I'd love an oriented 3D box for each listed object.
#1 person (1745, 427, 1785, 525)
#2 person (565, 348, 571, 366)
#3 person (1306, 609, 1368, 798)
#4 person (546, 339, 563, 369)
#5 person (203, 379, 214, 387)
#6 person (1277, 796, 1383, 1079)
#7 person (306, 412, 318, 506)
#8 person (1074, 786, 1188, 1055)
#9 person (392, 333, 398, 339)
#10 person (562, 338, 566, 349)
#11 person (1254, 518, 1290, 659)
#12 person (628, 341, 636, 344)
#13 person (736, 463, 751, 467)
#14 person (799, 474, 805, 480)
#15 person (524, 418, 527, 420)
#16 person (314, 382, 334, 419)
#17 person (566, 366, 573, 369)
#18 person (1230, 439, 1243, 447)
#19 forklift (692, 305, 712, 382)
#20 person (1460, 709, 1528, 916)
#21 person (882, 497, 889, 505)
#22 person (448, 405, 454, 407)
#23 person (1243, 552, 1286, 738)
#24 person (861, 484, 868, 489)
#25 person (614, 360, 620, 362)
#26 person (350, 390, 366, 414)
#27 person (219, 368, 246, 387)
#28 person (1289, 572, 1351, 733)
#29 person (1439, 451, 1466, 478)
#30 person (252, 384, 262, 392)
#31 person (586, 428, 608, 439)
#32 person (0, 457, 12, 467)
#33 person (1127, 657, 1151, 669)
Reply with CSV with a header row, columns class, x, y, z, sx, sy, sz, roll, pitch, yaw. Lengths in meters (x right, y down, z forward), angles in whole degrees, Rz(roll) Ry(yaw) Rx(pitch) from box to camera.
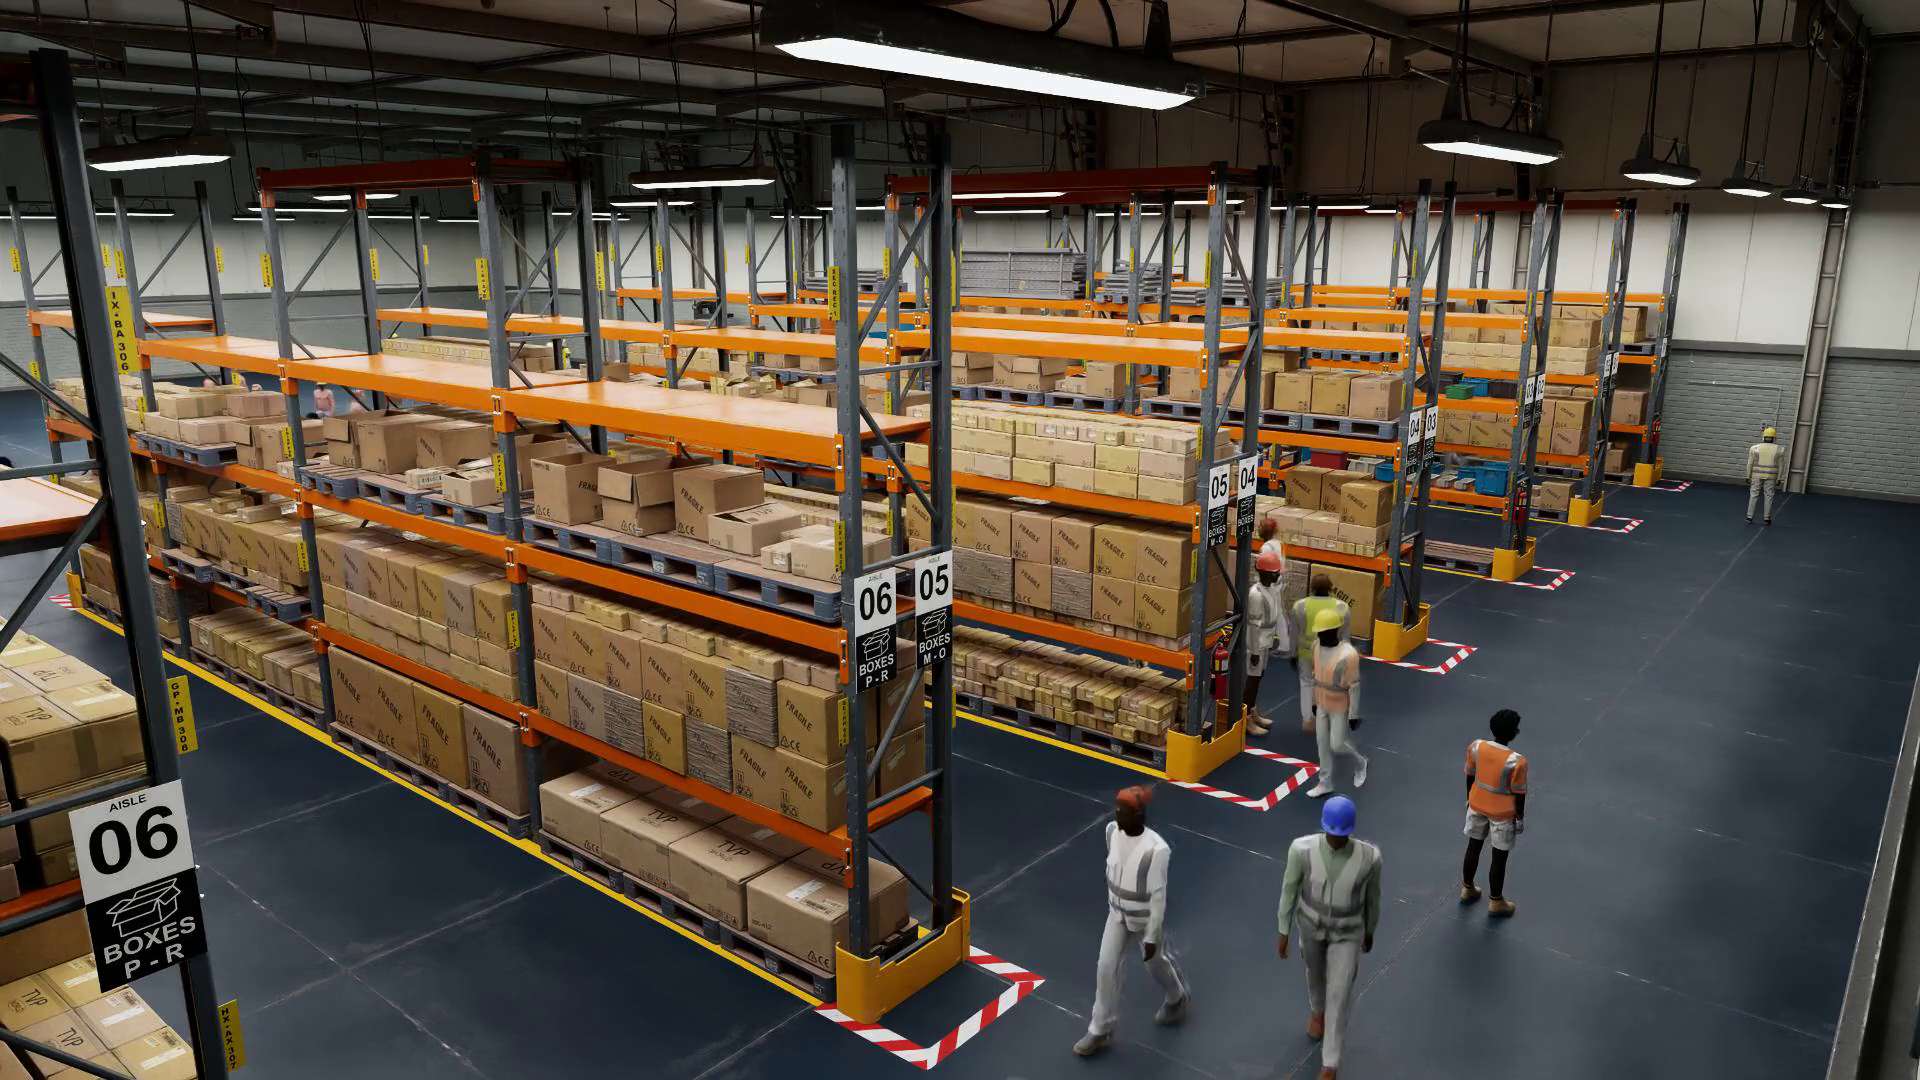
class,x,y,z,sx,sy,sz,roll,pitch,yaw
person,15.203,-1.213,23.802,0.586,1.833,0.403,8,16,31
person,-12.866,-5.410,41.254,0.325,1.740,0.493,1,14,5
person,3.655,1.569,12.219,0.641,1.899,0.596,-7,15,-26
person,-14.741,-6.542,45.811,0.616,1.799,0.976,-6,15,-23
person,-18.035,-2.896,30.424,0.621,1.980,0.683,-10,17,-36
person,2.393,2.545,8.222,0.627,1.887,1.011,5,15,21
person,-12.915,-1.624,25.349,0.457,1.899,0.614,-7,15,-26
person,1.213,2.505,8.489,0.955,1.845,0.579,-11,18,-39
person,-21.045,-6.832,47.054,0.313,1.768,0.527,7,15,26
person,-15.022,-6.934,47.306,0.509,1.846,0.341,-10,17,-35
person,3.897,0.607,16.314,0.985,1.827,0.596,8,16,31
person,-12.126,-6.890,47.020,0.999,1.903,0.622,12,18,41
person,-5.167,-2.774,29.779,0.605,2.045,0.378,13,19,43
person,-3.548,-2.196,28.011,0.530,1.755,0.401,-8,16,-29
person,-12.300,-3.764,34.769,0.834,1.603,0.504,-3,14,-11
person,-16.520,-3.341,32.714,0.545,1.742,0.610,1,14,2
person,-11.418,-4.274,36.802,0.315,1.636,0.515,-6,15,-24
person,5.871,-1.944,26.551,0.648,1.949,0.425,-12,18,-40
forklift,-9.511,-7.392,47.124,1.873,2.768,1.129,11,17,38
person,4.308,2.172,10.152,0.317,1.697,0.540,-8,16,-31
person,-1.033,0.267,17.749,0.696,1.816,0.602,11,18,39
person,-10.981,-2.156,27.416,0.652,1.951,0.962,-10,17,-35
person,3.314,1.117,13.776,0.397,2.043,0.609,7,15,26
person,-2.268,-2.060,26.941,0.684,2.000,0.535,-13,19,-43
person,-9.549,-4.099,35.476,0.370,1.928,0.543,-6,15,-22
person,-13.904,-2.557,29.296,1.009,1.848,0.666,-8,16,-28
person,-20.168,-3.945,35.006,0.676,1.851,1.020,-11,17,-37
person,3.889,1.252,13.672,0.643,1.823,0.605,5,15,21
person,11.021,-2.310,28.121,0.512,1.925,0.647,9,17,34
person,-16.688,-2.772,30.062,0.652,1.904,0.402,-2,14,-6
person,-7.102,-1.463,24.653,0.567,1.917,0.701,-13,18,-42
person,-16.393,-0.603,21.656,0.873,1.650,0.538,-10,17,-34
person,2.276,0.895,15.542,0.499,1.634,0.285,-12,18,-41
